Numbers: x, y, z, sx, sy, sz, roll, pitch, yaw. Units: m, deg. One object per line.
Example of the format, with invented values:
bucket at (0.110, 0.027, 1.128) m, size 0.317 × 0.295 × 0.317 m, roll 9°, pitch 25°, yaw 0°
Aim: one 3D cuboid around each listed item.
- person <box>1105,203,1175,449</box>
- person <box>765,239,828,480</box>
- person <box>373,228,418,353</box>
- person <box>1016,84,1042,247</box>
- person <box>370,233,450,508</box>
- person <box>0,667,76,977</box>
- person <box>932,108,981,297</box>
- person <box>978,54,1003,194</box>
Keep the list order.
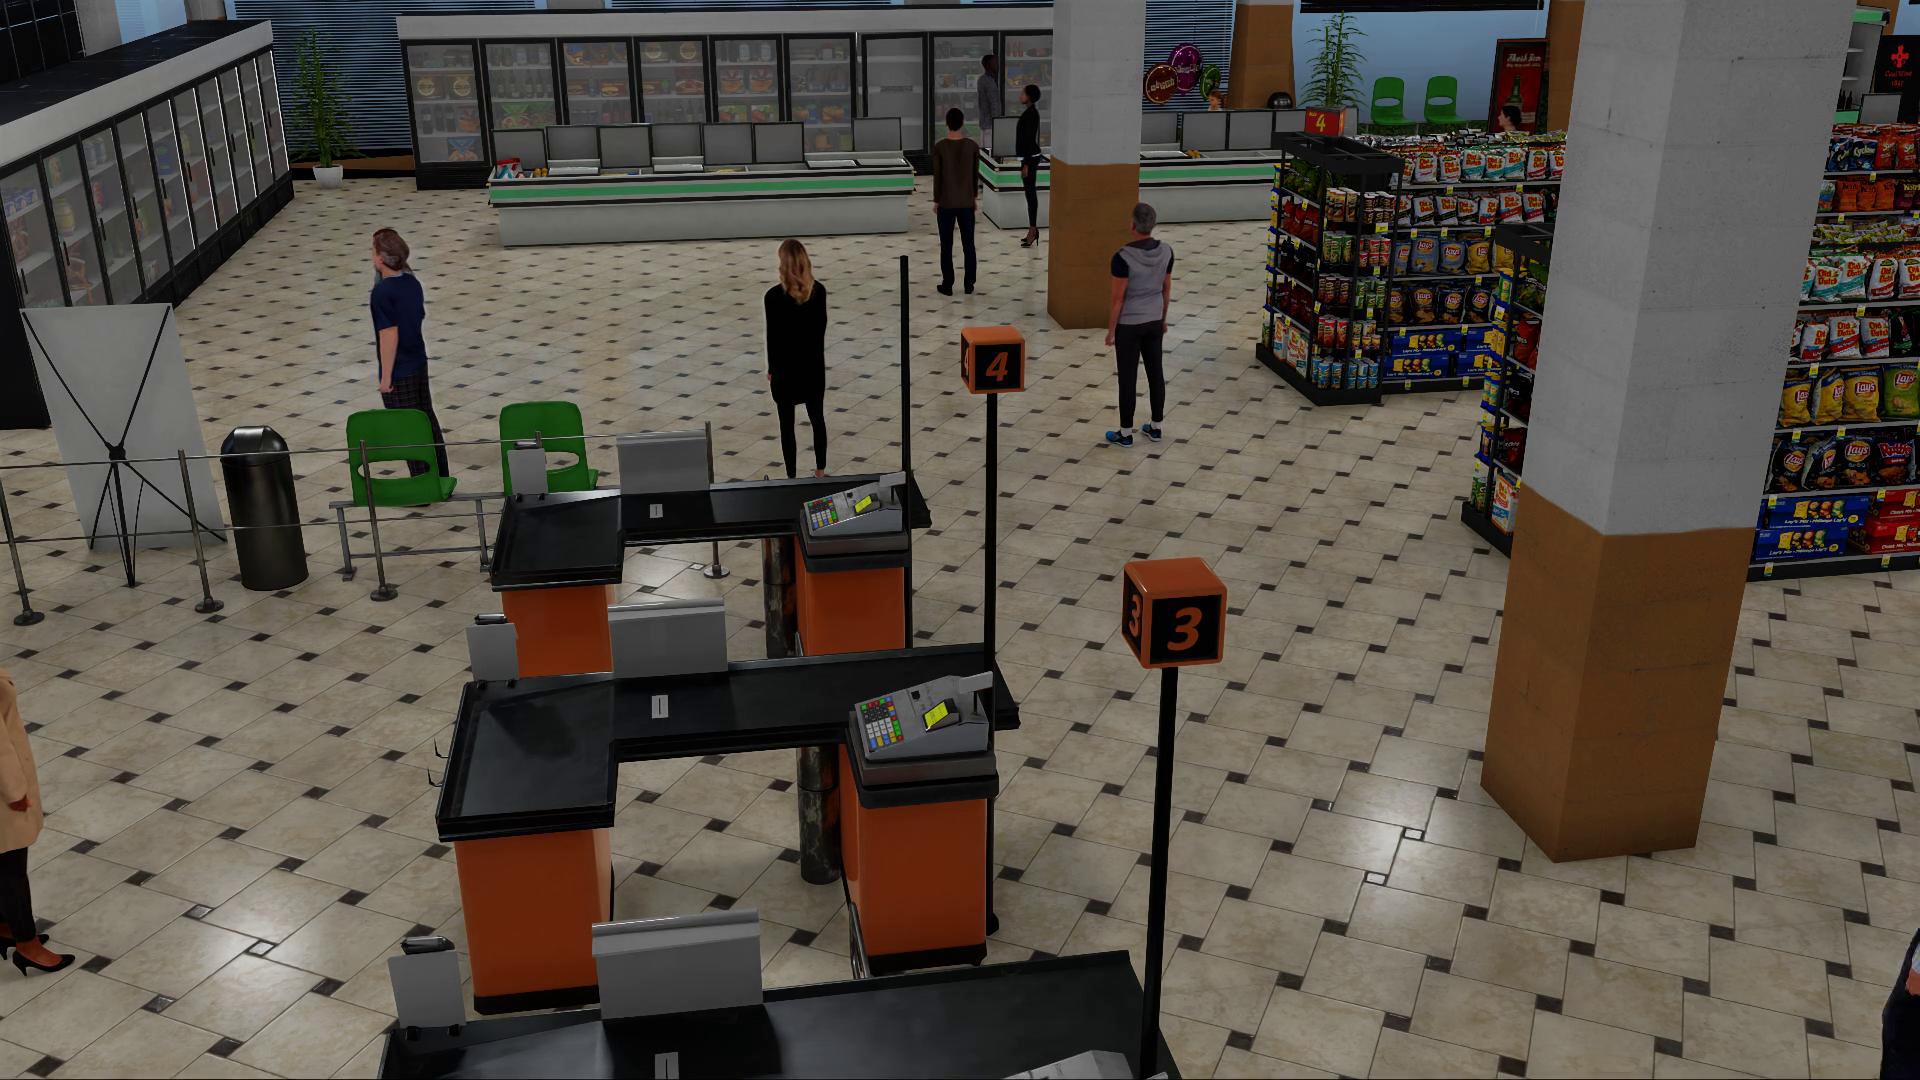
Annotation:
person at (1.359, -1.613, 12.495) m, size 0.624 × 1.830 × 0.815 m, roll -11°, pitch 24°, yaw -26°
person at (-1.112, -1.175, 11.442) m, size 0.604 × 1.802 × 0.738 m, roll -14°, pitch 26°, yaw -30°
person at (-4.119, -1.457, 12.277) m, size 0.677 × 1.703 × 0.740 m, roll 14°, pitch 26°, yaw 32°
person at (0.813, -4.342, 19.281) m, size 0.624 × 1.834 × 0.652 m, roll 3°, pitch 22°, yaw 8°
person at (-3.772, -1.157, 11.305) m, size 0.689 × 1.870 × 0.732 m, roll 5°, pitch 22°, yaw 12°
person at (-3.747, 0.915, 6.401) m, size 0.710 × 1.682 × 0.734 m, roll 19°, pitch 29°, yaw 39°
person at (-0.040, -3.456, 17.003) m, size 0.519 × 1.888 × 0.718 m, roll -5°, pitch 22°, yaw -13°
person at (0.380, -5.581, 22.358) m, size 0.573 × 1.838 × 0.719 m, roll -6°, pitch 23°, yaw -16°
